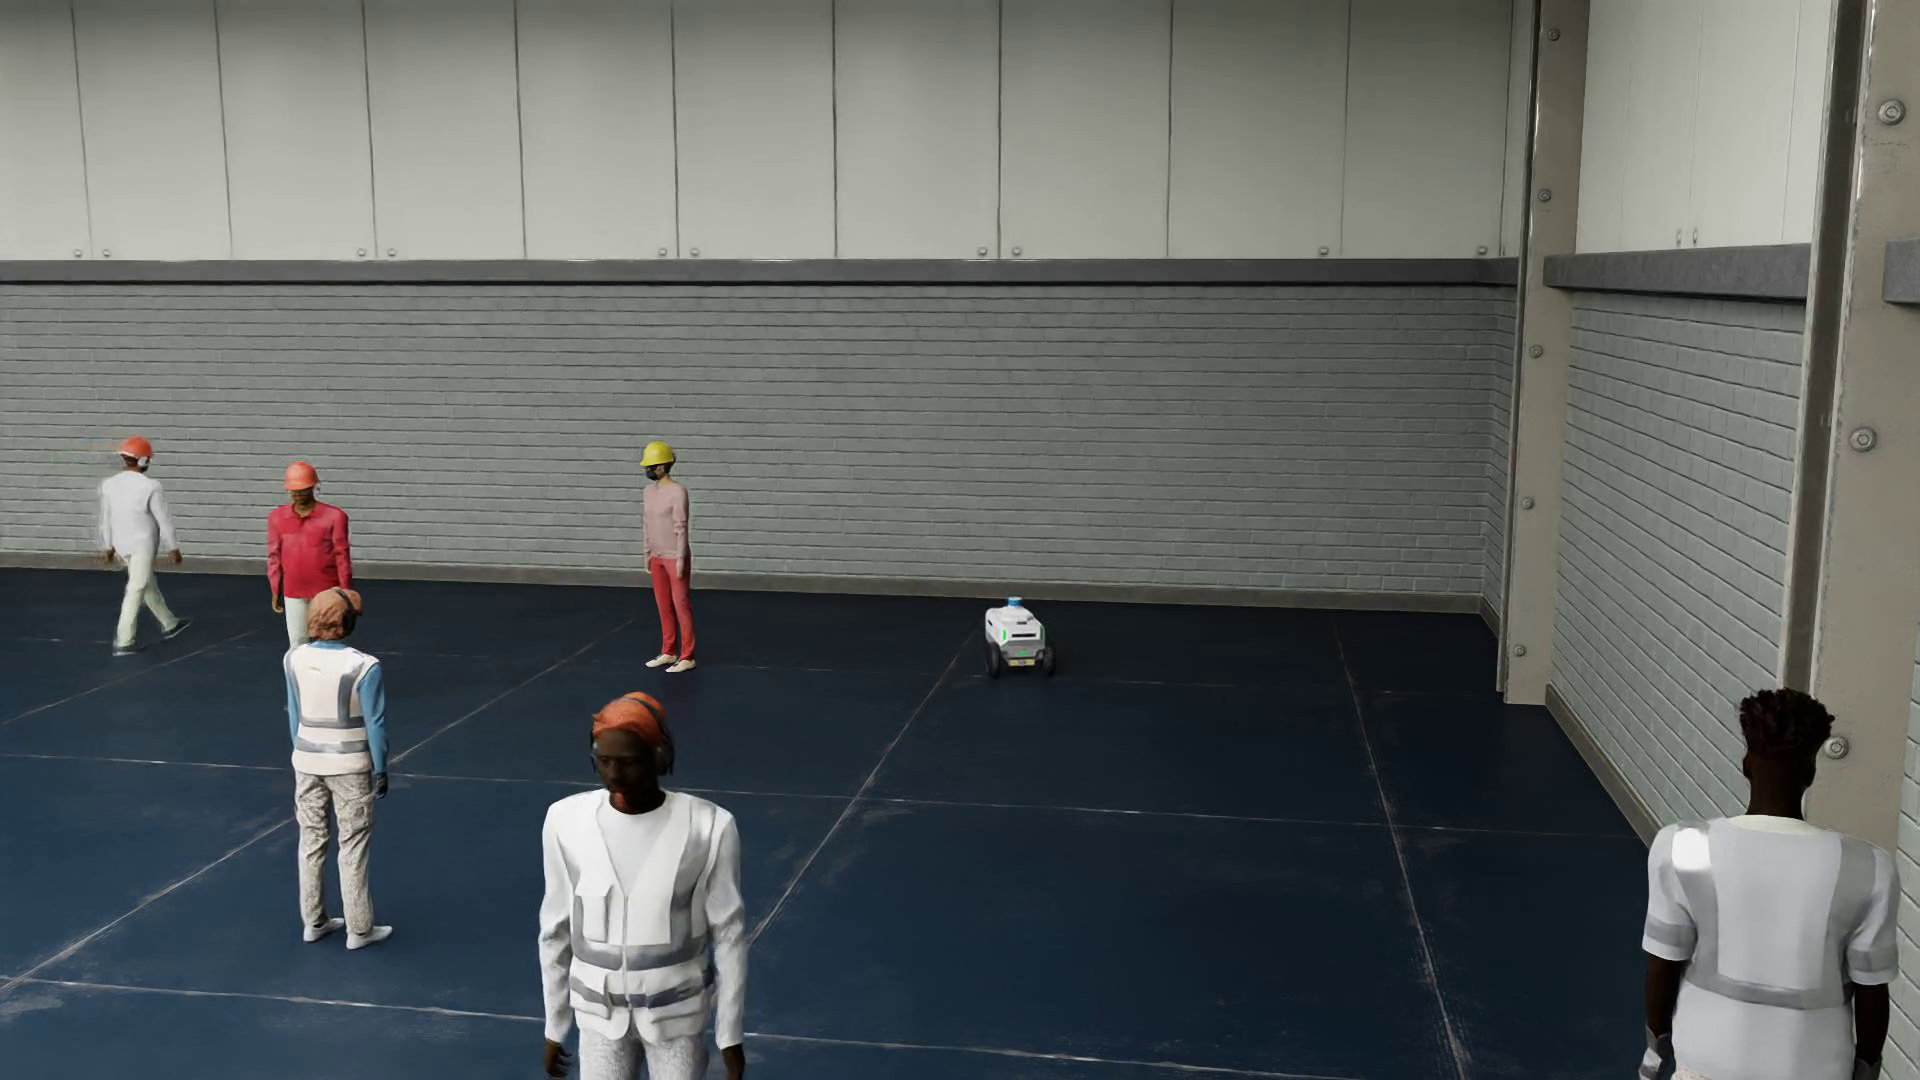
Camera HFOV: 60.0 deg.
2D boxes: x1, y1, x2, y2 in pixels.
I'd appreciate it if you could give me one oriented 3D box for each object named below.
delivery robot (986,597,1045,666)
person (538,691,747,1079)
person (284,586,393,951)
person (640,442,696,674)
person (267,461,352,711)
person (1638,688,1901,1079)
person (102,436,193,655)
[{"bbox_3d":[0.415,0.677,12.599,0.477,0.478,0.707,-2,9,-9],"label":"delivery robot"},{"bbox_3d":[-0.896,1.347,4.674,0.587,1.881,0.361,1,9,5],"label":"person"},{"bbox_3d":[-2.786,1.023,7.455,0.509,1.627,0.322,3,10,16],"label":"person"},{"bbox_3d":[-2.232,0.129,12.576,0.518,1.756,0.347,9,13,43],"label":"person"},{"bbox_3d":[-4.473,0.321,11.435,0.570,1.743,0.352,0,9,-1],"label":"person"},{"bbox_3d":[2.111,1.353,4.395,0.604,1.961,0.367,4,10,22],"label":"person"},{"bbox_3d":[-6.509,0.022,13.356,0.594,1.705,0.869,4,10,23],"label":"person"}]
